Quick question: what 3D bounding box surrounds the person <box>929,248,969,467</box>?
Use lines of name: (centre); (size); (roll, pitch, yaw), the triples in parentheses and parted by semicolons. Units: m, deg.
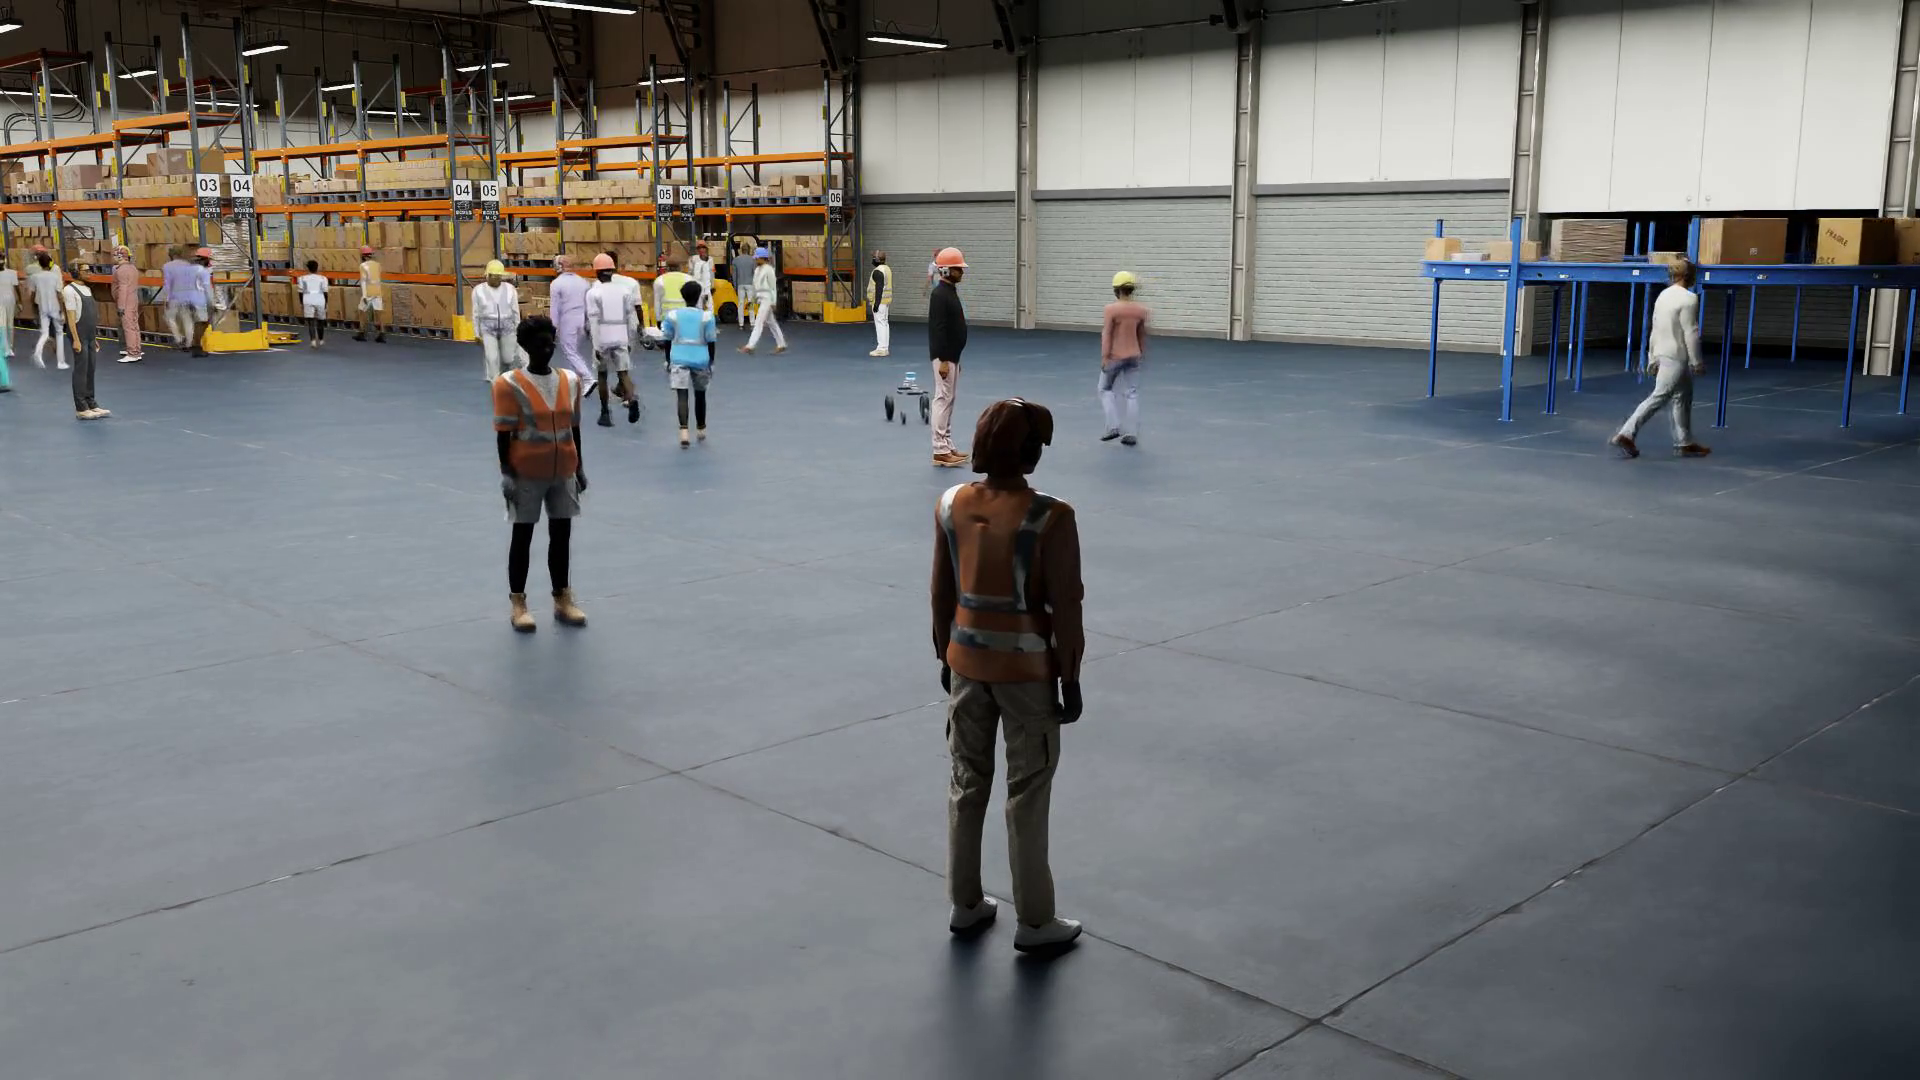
person: (-0.105, -1.697, 15.405); (0.381, 1.994, 0.621); (2, 11, 9)

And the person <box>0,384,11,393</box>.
person: (-13.187, -2.836, 22.375); (0.935, 1.708, 0.540); (4, 11, 19)

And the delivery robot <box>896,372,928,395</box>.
delivery robot: (-0.572, -1.812, 19.112); (0.335, 0.223, 0.698); (-2, 11, -11)

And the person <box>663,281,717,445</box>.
person: (-2.740, -1.802, 16.906); (0.537, 1.655, 0.863); (-1, 10, -8)

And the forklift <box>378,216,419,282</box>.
forklift: (-17.868, -9.201, 54.028); (1.873, 2.768, 1.129); (-10, 14, -44)

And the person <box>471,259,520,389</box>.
person: (-5.958, -2.691, 21.334); (0.614, 1.805, 0.546); (-5, 11, -25)

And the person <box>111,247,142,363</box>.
person: (-13.976, -3.932, 27.842); (0.402, 1.906, 0.680); (-2, 11, -11)

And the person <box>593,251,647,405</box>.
person: (-4.327, -2.672, 20.936); (0.620, 1.904, 1.003); (-6, 12, -32)

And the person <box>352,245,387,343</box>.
person: (-11.769, -4.885, 33.058); (0.887, 1.901, 0.571); (7, 12, 32)

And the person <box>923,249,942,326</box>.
person: (-0.516, -5.496, 36.661); (0.594, 1.801, 0.934); (-9, 14, -41)

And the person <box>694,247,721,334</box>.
person: (-5.587, -5.350, 35.712); (0.824, 1.858, 0.584); (-8, 13, -39)

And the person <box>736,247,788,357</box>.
person: (-3.465, -4.179, 29.234); (1.026, 1.895, 0.622); (-5, 12, -26)

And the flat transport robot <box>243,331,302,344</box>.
flat transport robot: (-13.565, -3.996, 32.762); (0.652, 0.197, 1.431); (-9, 14, -40)

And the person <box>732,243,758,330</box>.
person: (-4.802, -5.682, 37.303); (0.629, 1.934, 0.376); (2, 11, 13)

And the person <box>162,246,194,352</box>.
person: (-14.241, -4.380, 30.242); (0.611, 1.916, 0.650); (5, 12, 27)

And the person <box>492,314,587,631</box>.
person: (-2.258, -0.370, 8.991); (0.540, 1.696, 0.317); (-10, 14, -42)

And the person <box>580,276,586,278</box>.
person: (-10.391, -7.103, 45.603); (0.483, 1.737, 0.320); (4, 11, 19)

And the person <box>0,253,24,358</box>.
person: (-16.675, -4.105, 29.037); (0.508, 1.829, 0.959); (-8, 13, -37)

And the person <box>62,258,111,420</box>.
person: (-10.160, -2.335, 19.296); (0.337, 1.845, 0.514); (-1, 10, -5)

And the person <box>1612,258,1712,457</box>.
person: (6.745, -1.740, 15.902); (0.979, 1.906, 0.624); (0, 10, 3)

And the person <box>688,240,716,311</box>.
person: (-5.741, -5.721, 37.355); (0.606, 1.983, 0.973); (6, 12, 30)

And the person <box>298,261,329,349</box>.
person: (-12.141, -4.426, 31.262); (0.538, 1.644, 0.909); (-3, 11, -17)

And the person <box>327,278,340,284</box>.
person: (-16.629, -6.892, 43.779); (0.480, 1.974, 0.639); (10, 14, 43)

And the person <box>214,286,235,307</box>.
person: (-18.182, -6.278, 40.834); (0.603, 1.828, 0.972); (-10, 14, -43)

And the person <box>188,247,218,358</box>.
person: (-13.222, -4.143, 28.989); (0.578, 1.902, 0.522); (9, 14, 41)

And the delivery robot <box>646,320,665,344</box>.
delivery robot: (-5.509, -3.877, 31.086); (0.707, 0.478, 0.477); (5, 11, 24)

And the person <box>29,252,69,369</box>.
person: (-14.381, -3.600, 26.205); (0.518, 1.848, 0.771); (-1, 10, -4)

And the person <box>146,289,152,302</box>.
person: (-21.849, -6.978, 44.428); (0.634, 1.916, 0.636); (-5, 12, -26)

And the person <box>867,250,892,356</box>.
person: (-1.424, -4.173, 29.327); (0.429, 1.842, 0.637); (2, 11, 11)

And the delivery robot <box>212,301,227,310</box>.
delivery robot: (-17.773, -5.478, 39.814); (0.477, 0.478, 0.707); (-9, 13, -39)

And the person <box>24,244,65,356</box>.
person: (-16.105, -4.218, 29.293); (0.649, 1.950, 0.630); (-2, 11, -9)

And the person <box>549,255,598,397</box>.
person: (-5.125, -2.831, 21.980); (0.912, 1.865, 0.657); (6, 12, 30)

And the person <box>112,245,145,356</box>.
person: (-14.715, -4.217, 29.328); (0.586, 1.928, 0.369); (10, 14, 44)

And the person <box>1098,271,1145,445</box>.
person: (1.640, -1.851, 16.918); (0.546, 1.746, 0.526); (-6, 12, -28)

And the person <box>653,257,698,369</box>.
person: (-4.259, -3.348, 24.996); (0.628, 1.785, 0.992); (0, 10, -1)

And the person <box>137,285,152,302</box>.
person: (-20.352, -6.254, 41.349); (0.509, 1.602, 0.806); (-9, 14, -41)

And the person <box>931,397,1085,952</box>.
person: (0.140, 0.399, 4.951); (0.523, 1.638, 0.310); (8, 13, 36)

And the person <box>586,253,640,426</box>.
person: (-3.839, -2.208, 18.415); (0.544, 1.920, 0.781); (-6, 12, -31)

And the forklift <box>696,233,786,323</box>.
forklift: (-5.496, -6.489, 41.108); (2.313, 2.155, 1.214); (-10, 14, -44)

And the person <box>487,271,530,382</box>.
person: (-6.460, -3.077, 24.051); (0.887, 1.585, 0.515); (-6, 12, -29)
